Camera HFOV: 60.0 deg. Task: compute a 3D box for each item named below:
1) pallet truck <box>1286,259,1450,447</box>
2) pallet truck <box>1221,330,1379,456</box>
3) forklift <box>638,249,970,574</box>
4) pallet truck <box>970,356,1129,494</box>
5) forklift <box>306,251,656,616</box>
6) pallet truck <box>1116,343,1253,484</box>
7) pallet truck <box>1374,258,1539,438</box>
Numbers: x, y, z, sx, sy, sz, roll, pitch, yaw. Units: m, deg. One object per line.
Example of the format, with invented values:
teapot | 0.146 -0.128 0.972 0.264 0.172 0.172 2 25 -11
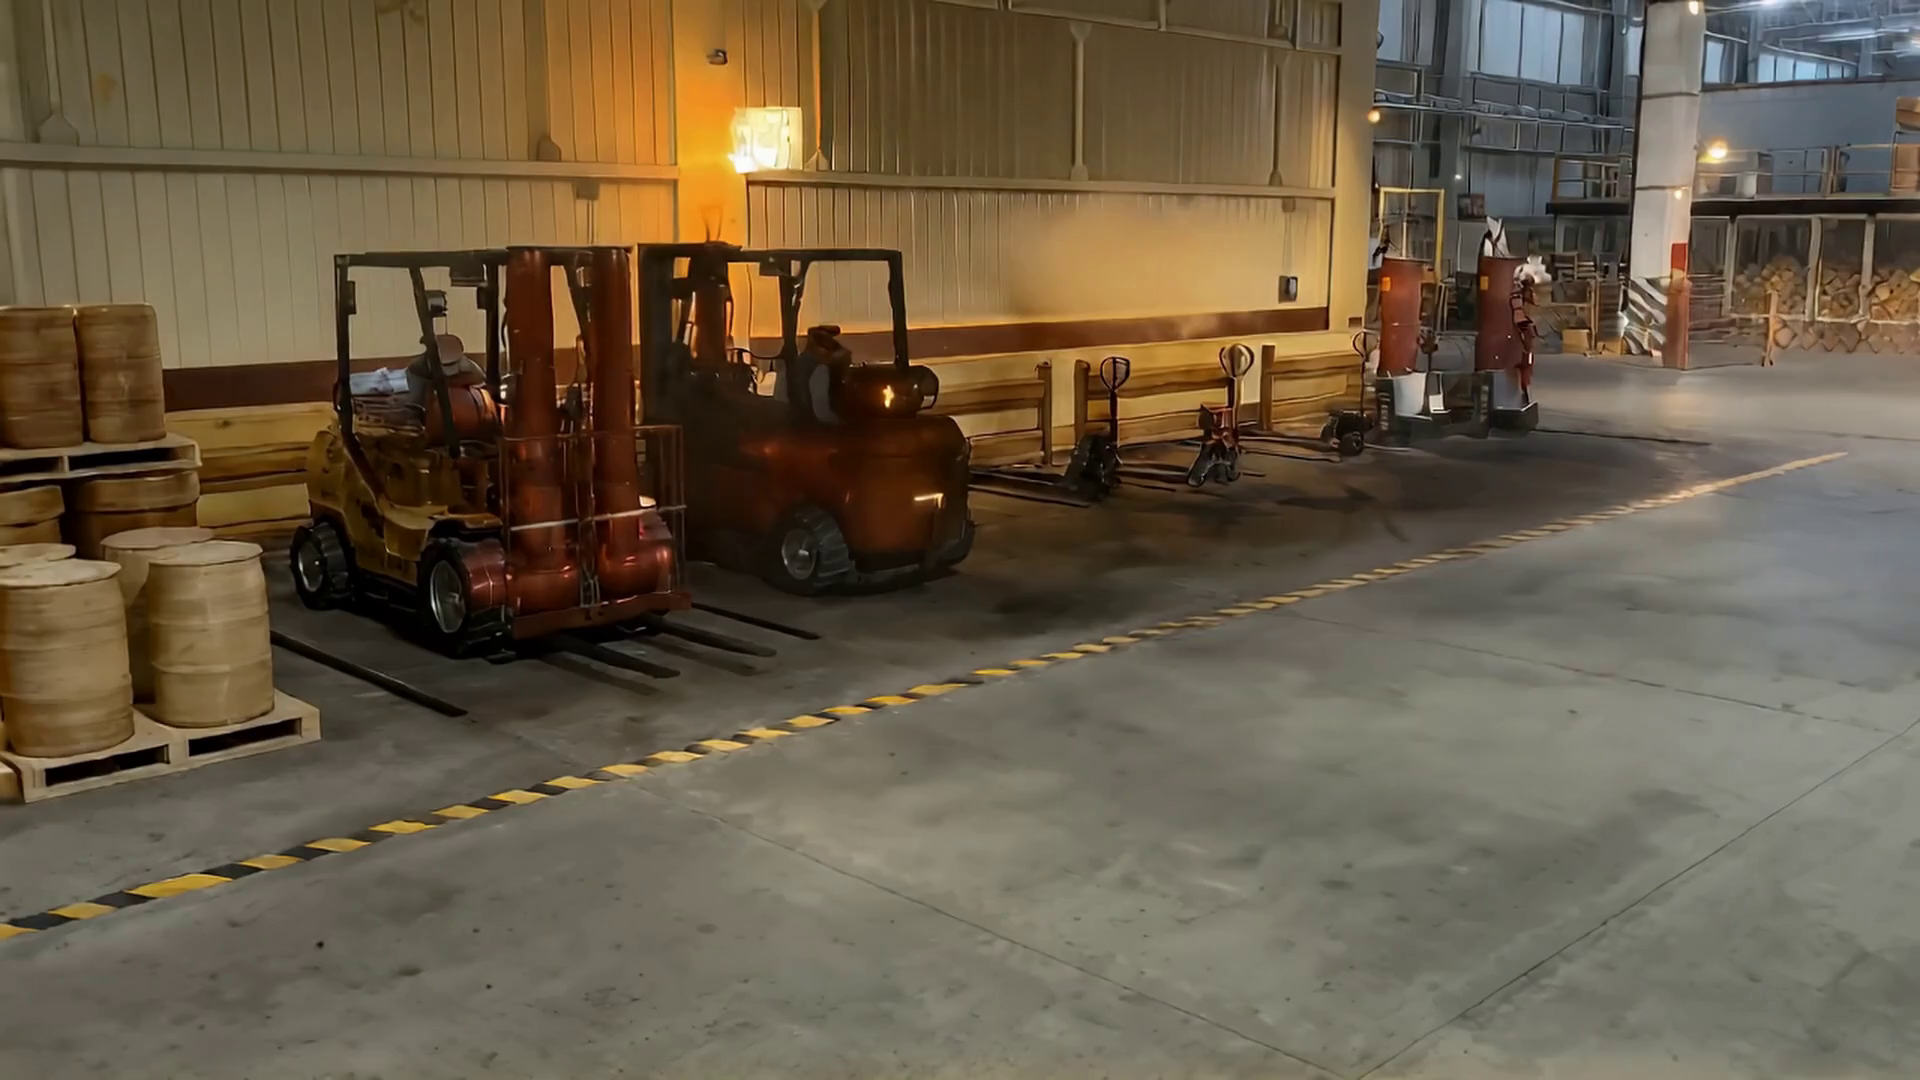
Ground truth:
pallet truck | 4.493 -2.078 18.196 0.823 1.965 1.885 -9 14 -40
pallet truck | 3.563 -1.581 17.381 0.653 1.274 1.630 -10 14 -44
forklift | -1.173 -0.958 11.239 2.680 1.987 1.157 10 14 43
pallet truck | 0.784 -1.085 14.876 0.680 1.201 1.601 -10 14 -44
forklift | -2.833 -0.669 9.694 1.157 1.987 2.680 -10 14 -44
pallet truck | 1.962 -1.215 15.415 1.522 1.261 0.704 10 14 43
pallet truck | 5.704 -2.208 18.901 1.885 1.965 0.823 10 14 43
